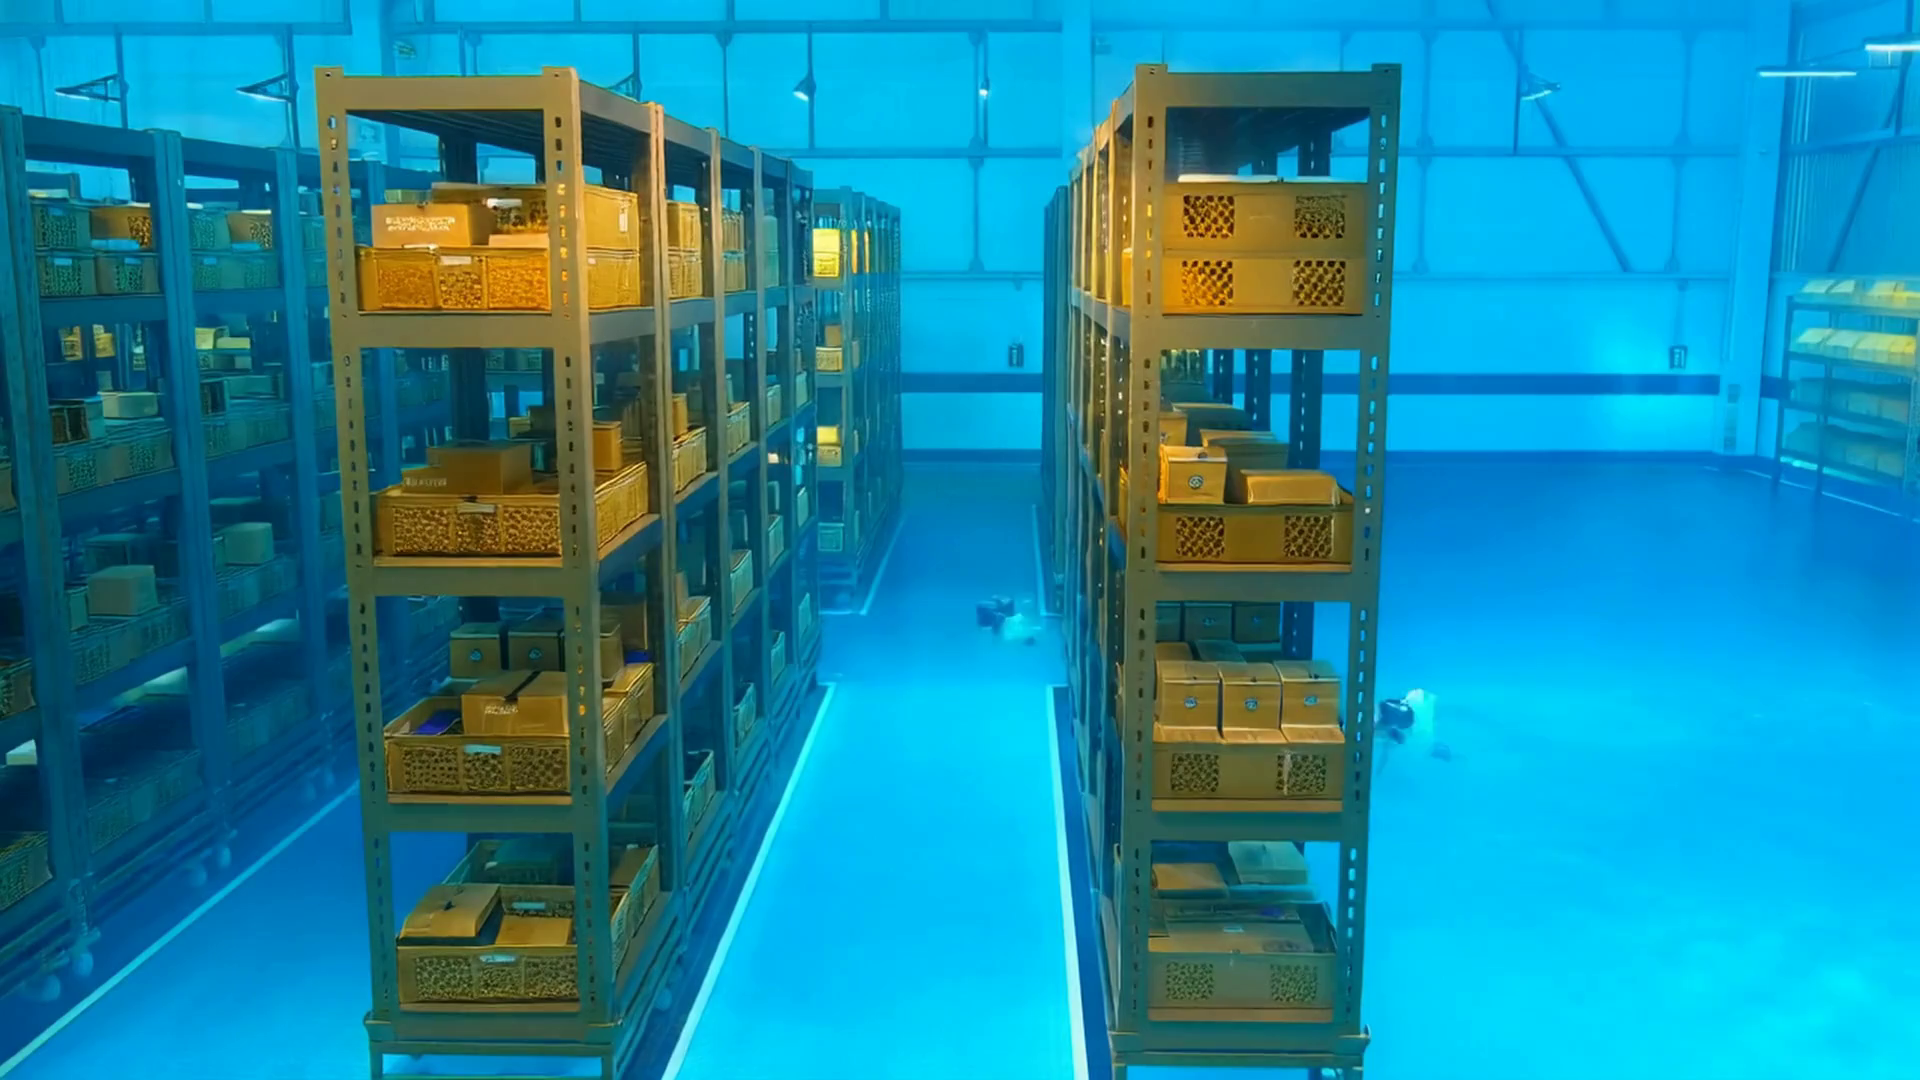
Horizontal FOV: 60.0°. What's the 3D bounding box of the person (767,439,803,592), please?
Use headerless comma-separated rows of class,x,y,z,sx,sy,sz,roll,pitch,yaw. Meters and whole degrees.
person,-1.408,0.007,12.420,0.564,1.842,0.392,8,12,38
